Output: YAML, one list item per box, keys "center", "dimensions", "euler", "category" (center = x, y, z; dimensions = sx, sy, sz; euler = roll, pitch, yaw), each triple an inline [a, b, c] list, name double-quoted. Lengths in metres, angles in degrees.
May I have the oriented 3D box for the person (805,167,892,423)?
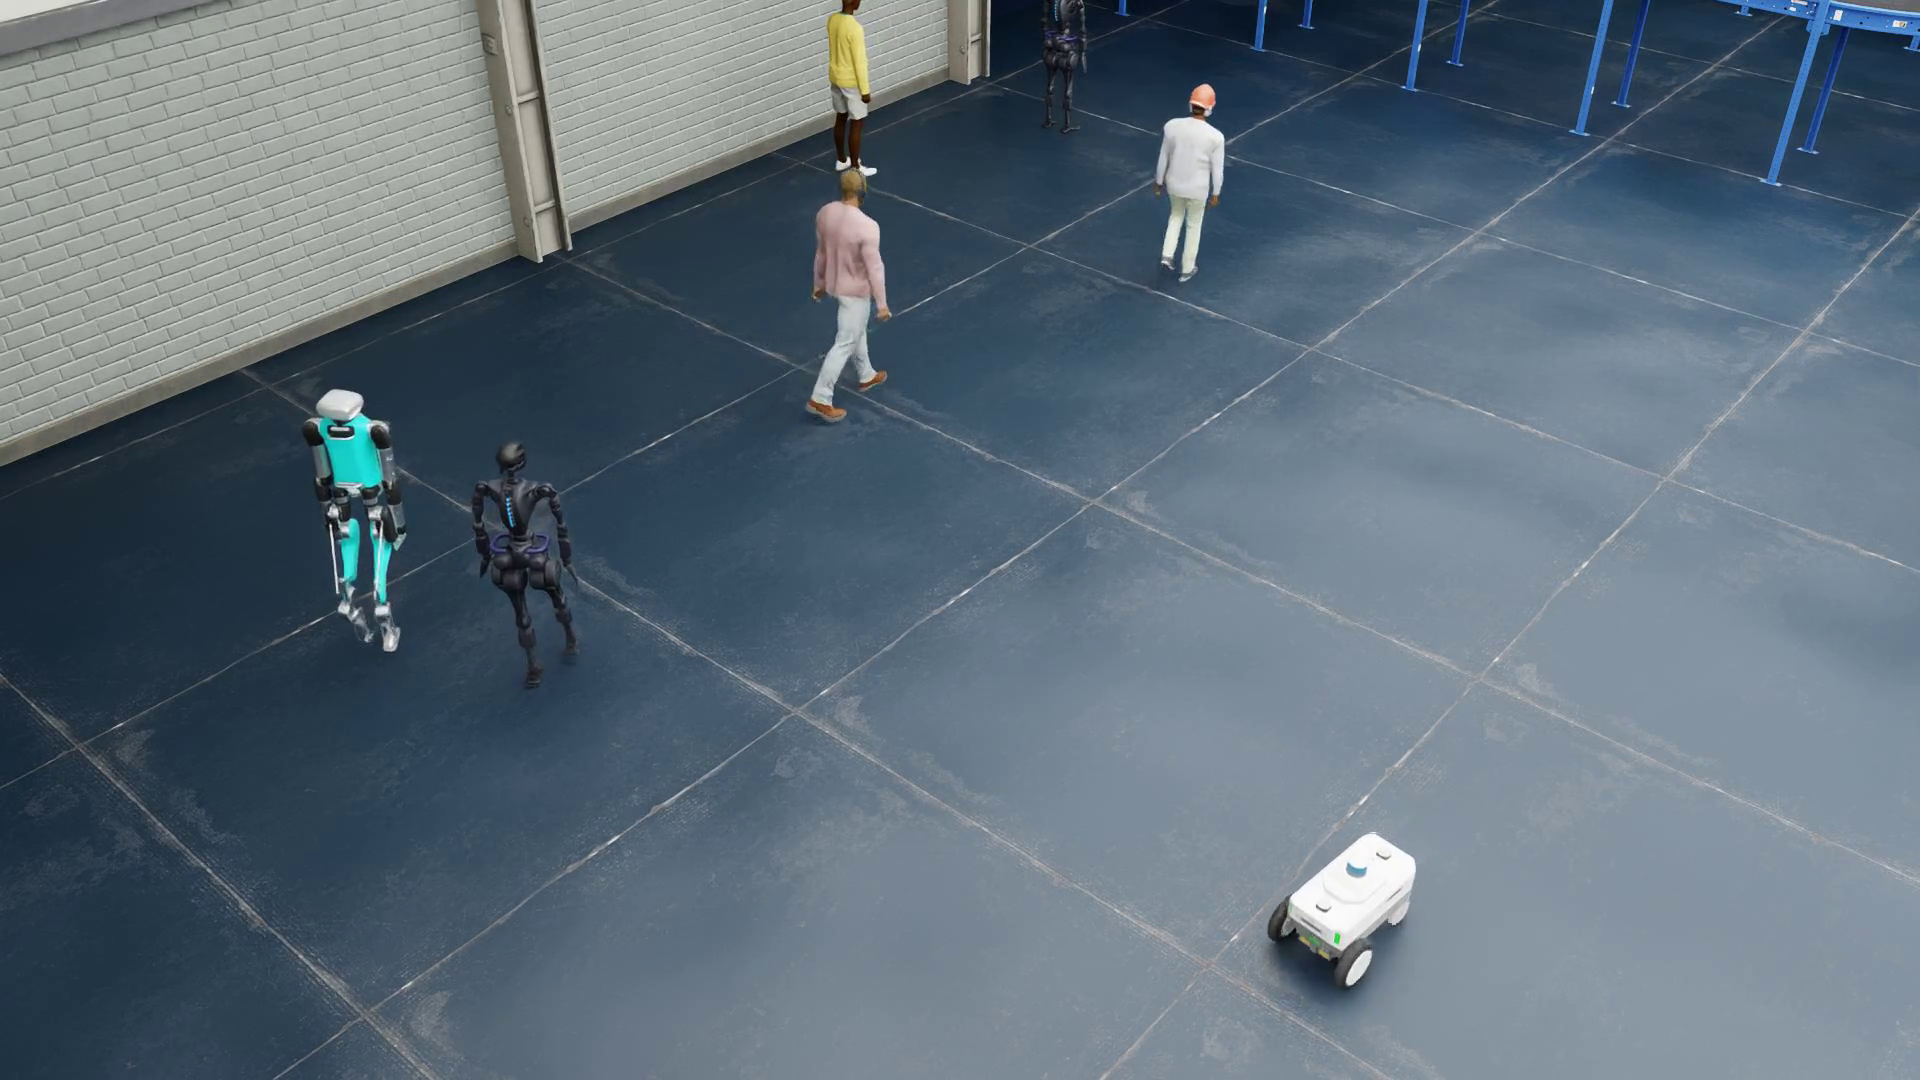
- center: [-0.883, -1.857, 12.616]
  dimensions: [0.880, 1.896, 0.708]
  euler: [-29, 44, -34]
  category: "person"

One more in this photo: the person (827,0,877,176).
- center: [-1.080, -4.482, 16.288]
  dimensions: [0.393, 1.893, 0.554]
  euler: [-24, 42, -29]
  category: "person"

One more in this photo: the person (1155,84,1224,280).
- center: [2.003, -3.109, 14.490]
  dimensions: [0.612, 1.728, 0.428]
  euler: [17, 39, 22]
  category: "person"

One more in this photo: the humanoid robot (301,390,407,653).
- center: [-3.679, 0.003, 10.123]
  dimensions: [0.530, 1.792, 0.684]
  euler: [3, 36, 4]
  category: "humanoid robot"

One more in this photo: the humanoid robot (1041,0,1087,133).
- center: [1.061, -5.112, 17.339]
  dimensions: [0.599, 1.657, 0.315]
  euler: [27, 43, 32]
  category: "humanoid robot"

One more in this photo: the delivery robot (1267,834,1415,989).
- center: [2.007, 1.849, 8.538]
  dimensions: [0.765, 0.585, 0.499]
  euler: [-29, 44, -34]
  category: "delivery robot"

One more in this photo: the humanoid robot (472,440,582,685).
- center: [-2.623, 0.092, 10.051]
  dimensions: [0.611, 1.649, 0.498]
  euler: [0, 35, 0]
  category: "humanoid robot"
